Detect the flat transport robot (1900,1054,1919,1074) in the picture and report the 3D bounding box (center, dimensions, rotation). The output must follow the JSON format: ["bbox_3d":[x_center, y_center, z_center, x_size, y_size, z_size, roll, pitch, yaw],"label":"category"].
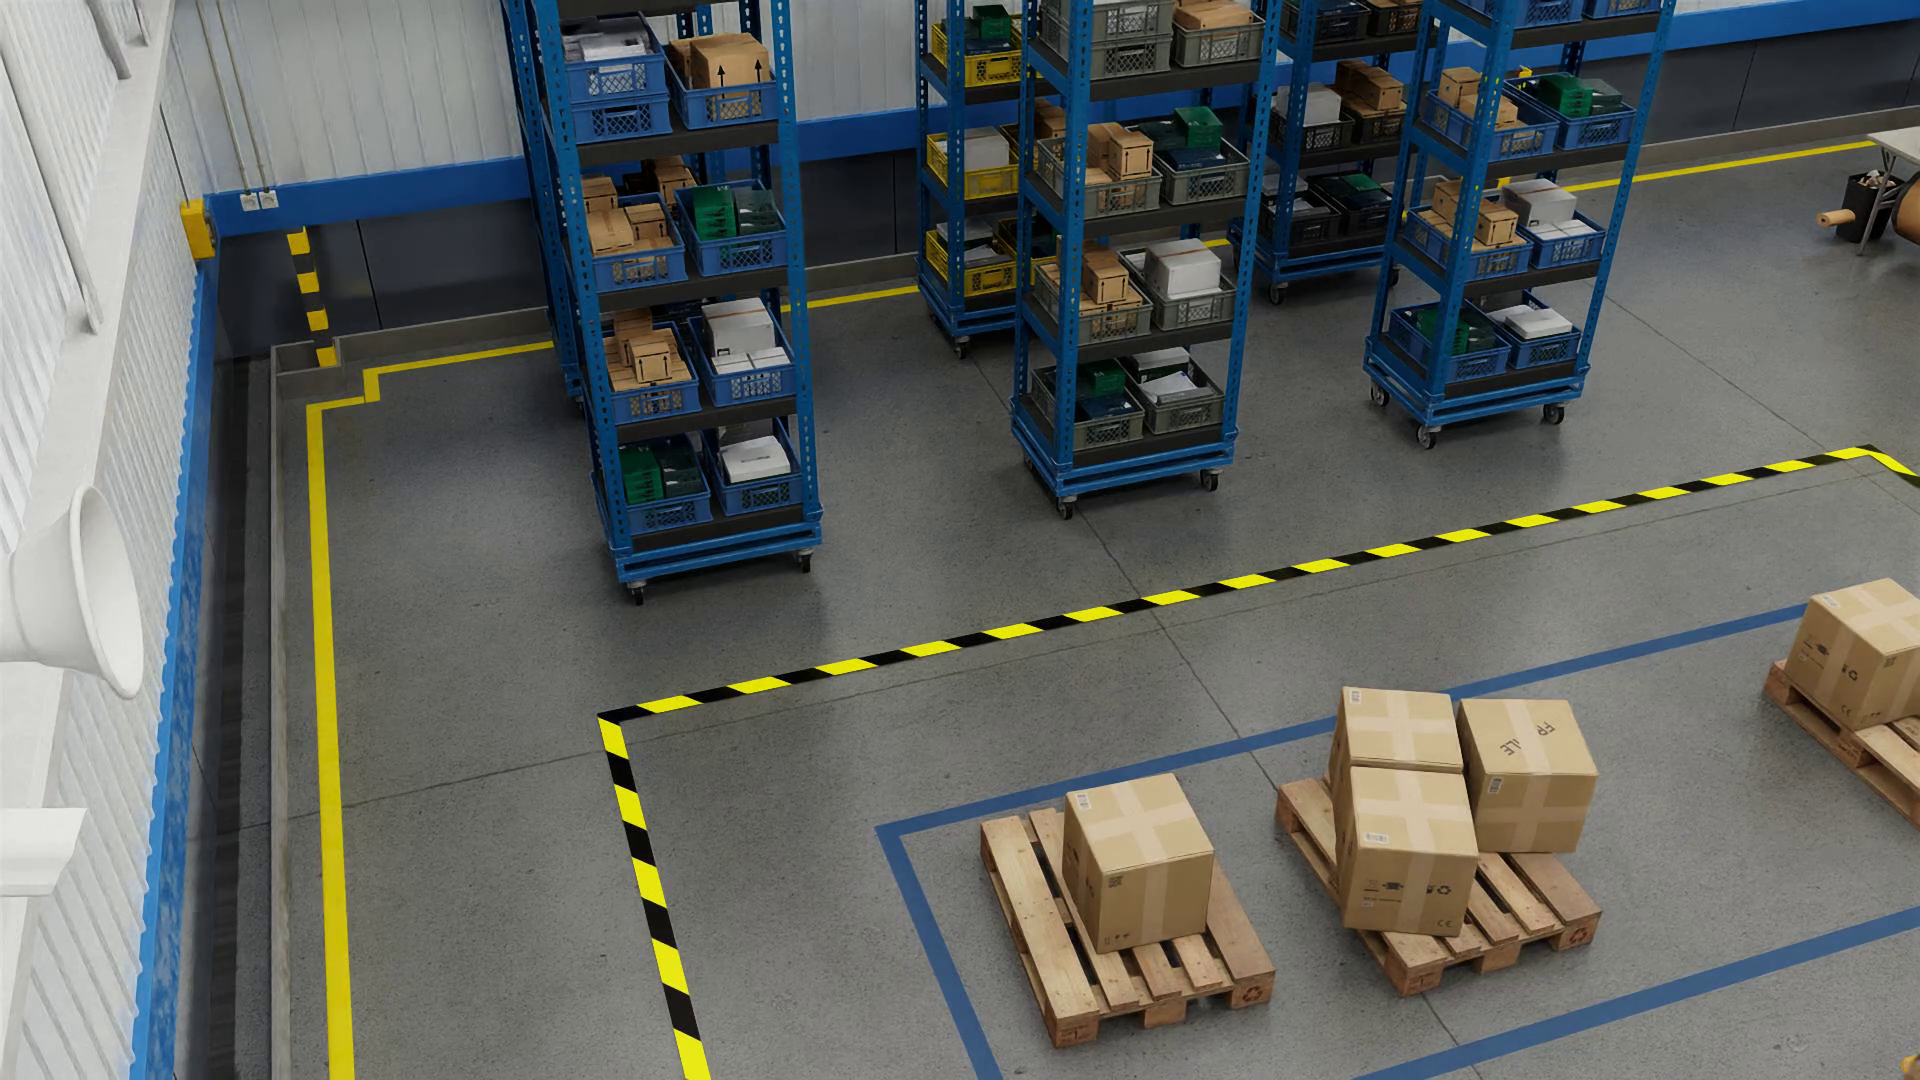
[{"bbox_3d":[4.502,2.485,6.507,0.652,0.197,1.431,-11,37,-15],"label":"flat transport robot"}]
